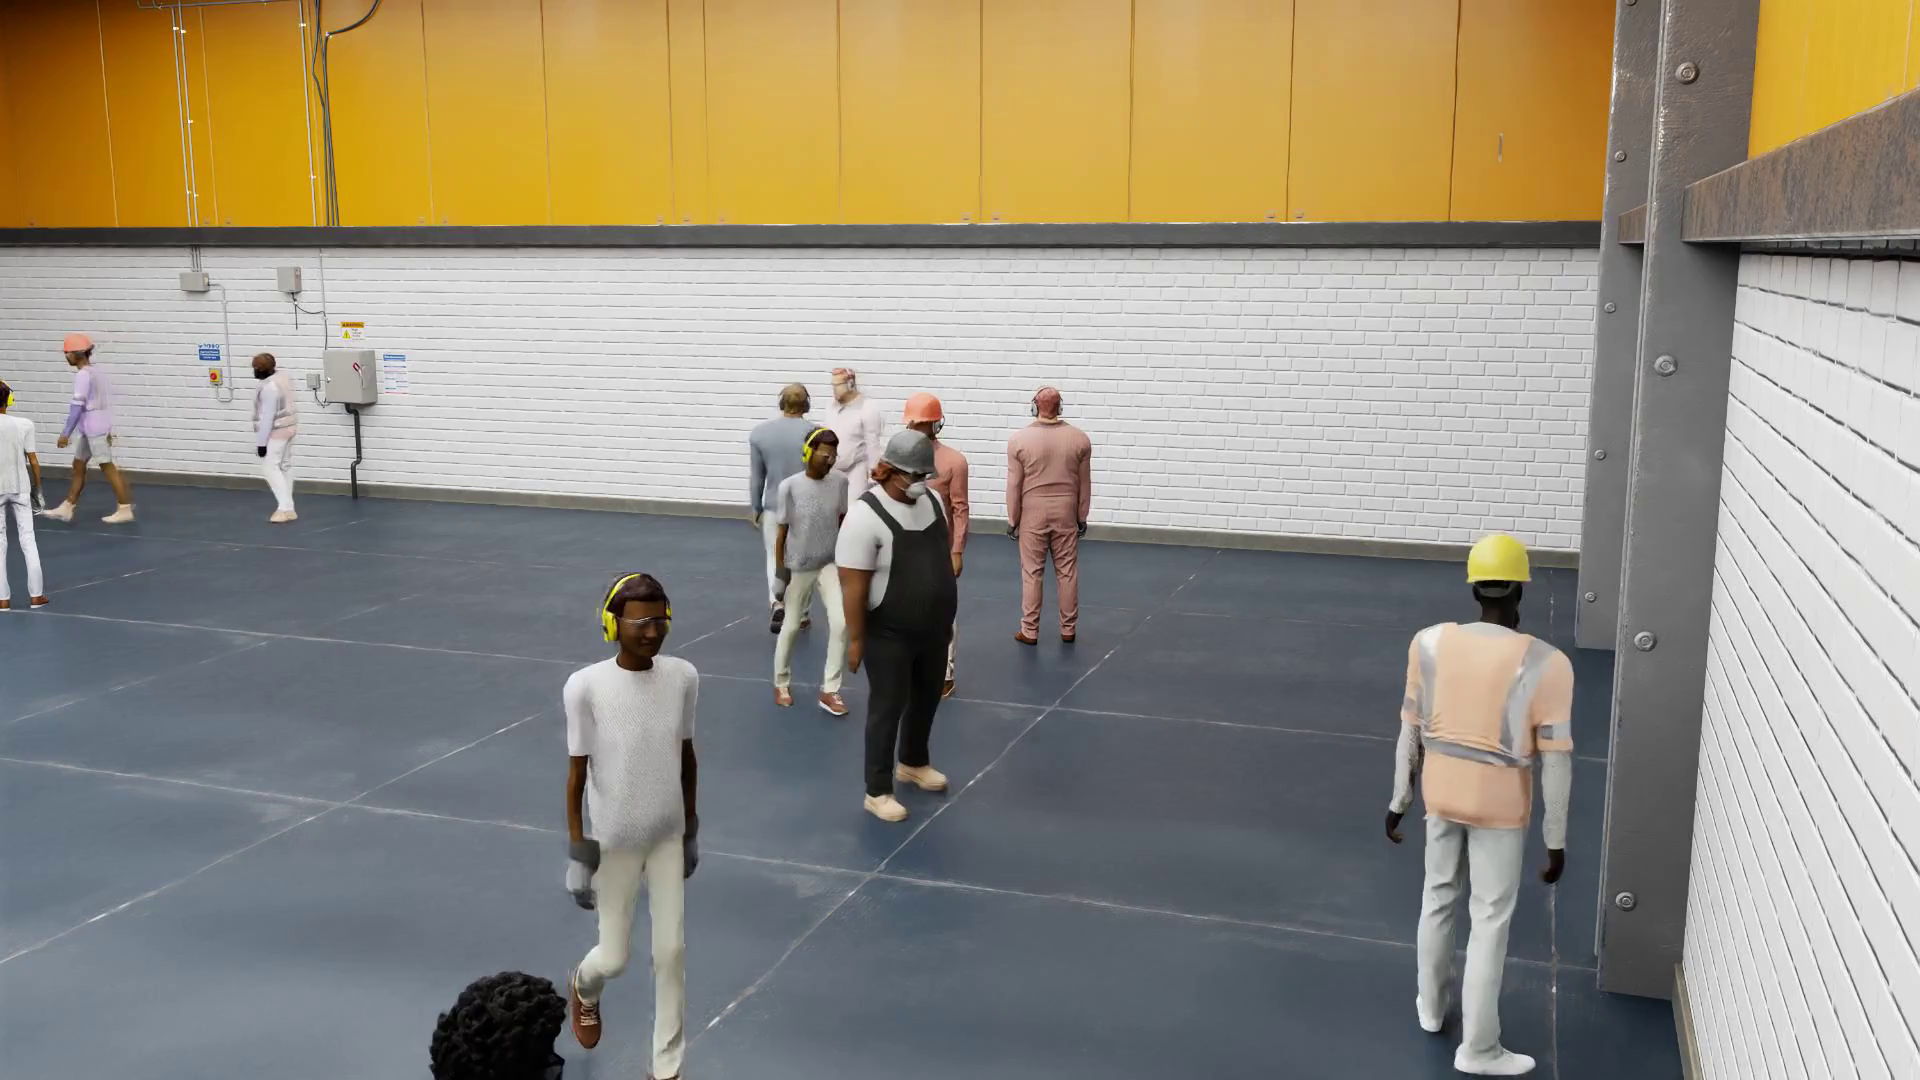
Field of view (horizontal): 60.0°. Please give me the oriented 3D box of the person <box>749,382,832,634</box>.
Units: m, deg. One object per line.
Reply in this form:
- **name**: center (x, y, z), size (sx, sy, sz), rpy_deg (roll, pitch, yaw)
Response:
- **person**: center (-1.252, -0.217, 12.393), size (0.640, 1.919, 0.628), rpy_deg (0, 10, 0)

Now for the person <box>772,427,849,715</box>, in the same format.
- **person**: center (-0.905, 0.195, 10.395), size (0.510, 1.802, 0.853), rpy_deg (-6, 12, -31)

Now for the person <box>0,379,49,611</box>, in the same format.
- **person**: center (-7.645, -0.366, 13.352), size (0.513, 1.876, 0.328), rpy_deg (-6, 12, -29)

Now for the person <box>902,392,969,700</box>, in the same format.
- **person**: center (-0.235, 0.036, 10.746), size (0.611, 1.995, 0.382), rpy_deg (6, 12, 30)

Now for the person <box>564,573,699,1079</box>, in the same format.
- **person**: center (-1.128, 1.006, 5.685), size (0.524, 1.856, 0.702), rpy_deg (-7, 12, -34)

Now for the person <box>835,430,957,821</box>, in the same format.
- **person**: center (-0.299, 0.400, 8.570), size (0.595, 2.000, 0.772), rpy_deg (9, 13, 40)

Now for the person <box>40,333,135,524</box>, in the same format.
- **person**: center (-9.197, -1.140, 17.337), size (1.006, 1.996, 0.618), rpy_deg (-4, 11, -21)

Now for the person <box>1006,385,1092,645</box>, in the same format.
- **person**: center (0.637, -0.178, 12.191), size (0.643, 1.913, 0.410), rpy_deg (-2, 10, -12)

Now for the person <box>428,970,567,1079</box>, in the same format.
- **person**: center (-0.780, 1.579, 2.907), size (0.530, 1.692, 0.321), rpy_deg (4, 11, 21)

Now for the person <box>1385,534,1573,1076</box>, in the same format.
- **person**: center (1.875, 0.935, 5.963), size (0.654, 1.903, 0.566), rpy_deg (9, 13, 40)

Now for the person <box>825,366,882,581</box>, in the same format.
- **person**: center (-0.900, -0.608, 14.711), size (0.679, 1.879, 0.694), rpy_deg (9, 14, 42)

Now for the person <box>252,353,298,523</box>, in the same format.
- **person**: center (-7.278, -1.088, 17.653), size (0.431, 1.808, 0.694), rpy_deg (-1, 10, -4)
